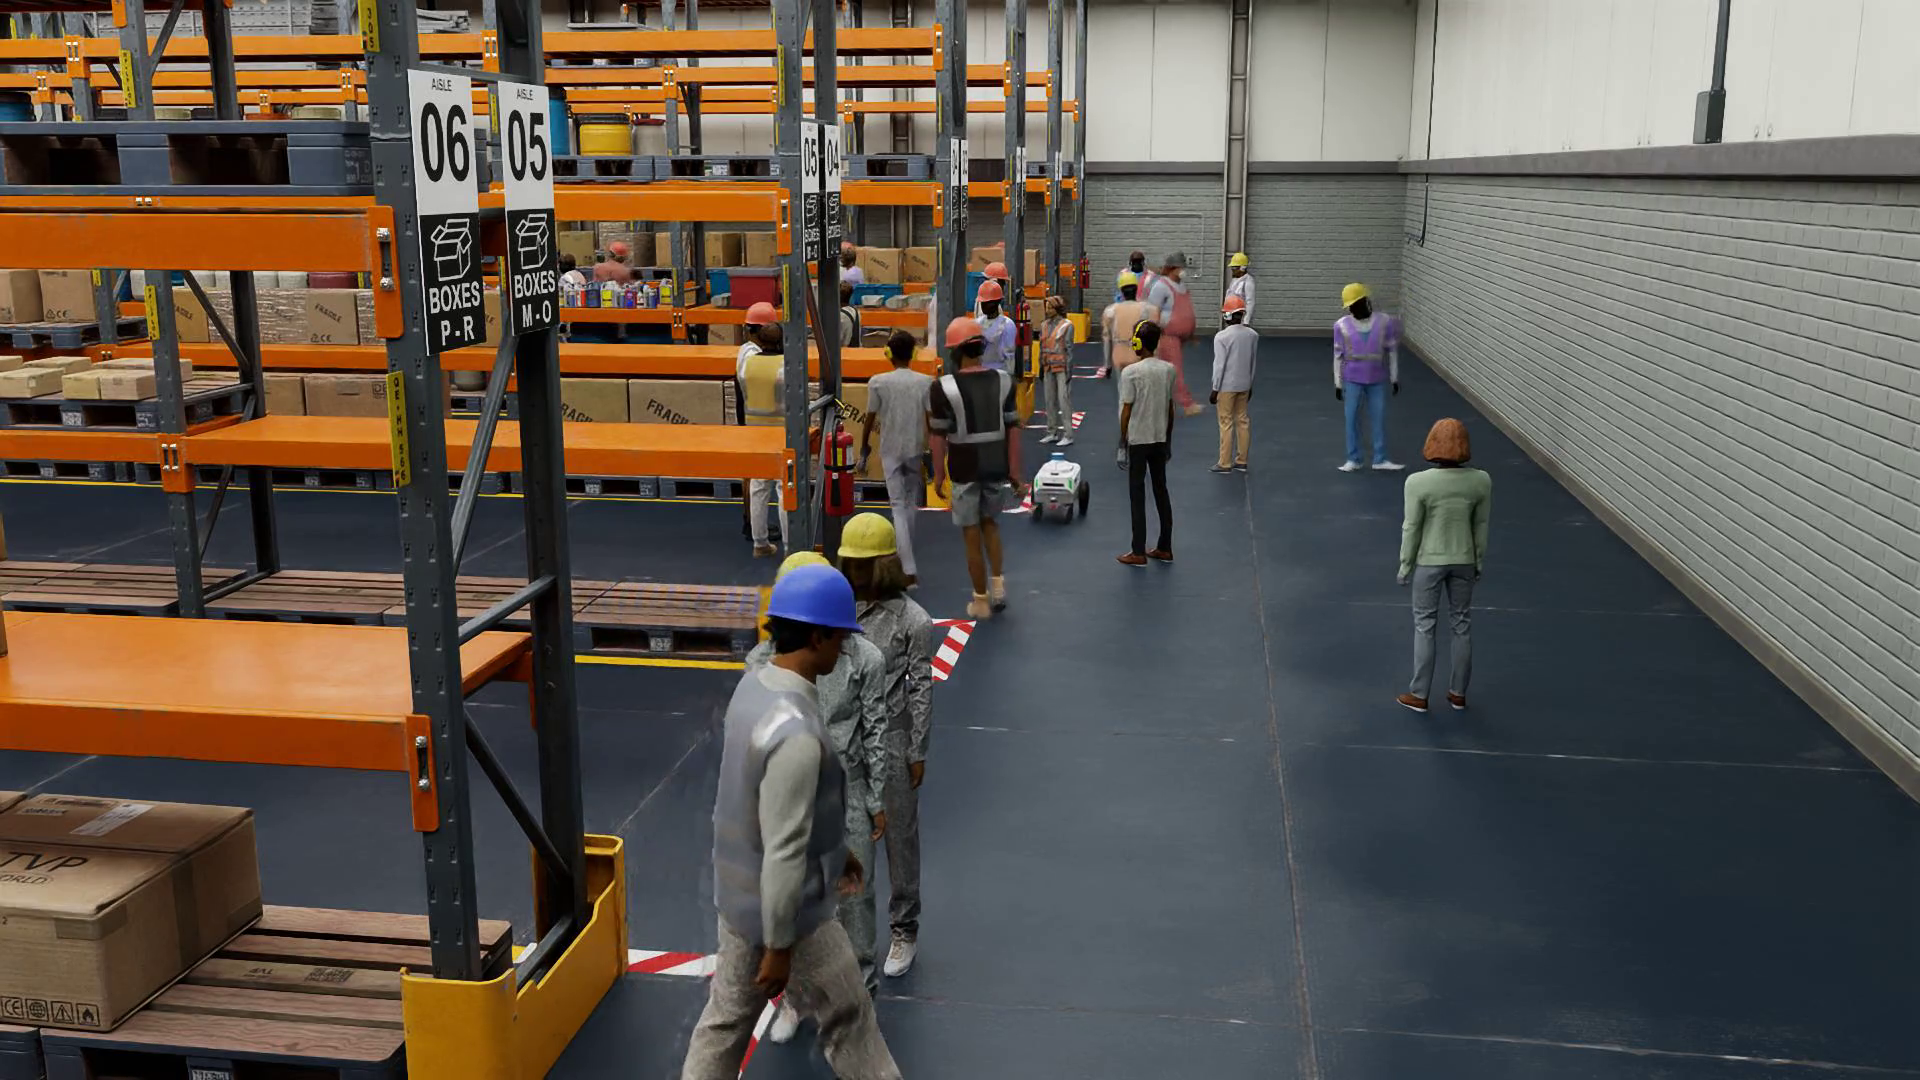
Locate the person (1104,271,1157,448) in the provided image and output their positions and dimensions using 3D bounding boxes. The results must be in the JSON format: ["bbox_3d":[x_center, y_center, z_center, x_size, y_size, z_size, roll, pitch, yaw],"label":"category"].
[{"bbox_3d":[1.837,-1.927,17.883,0.593,1.903,0.439,4,13,16],"label":"person"}]

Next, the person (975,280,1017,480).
[{"bbox_3d":[0.303,-1.536,16.073,0.389,1.930,0.549,-9,15,-36],"label":"person"}]

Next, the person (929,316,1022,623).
[{"bbox_3d":[0.085,-0.459,10.996,0.613,2.020,0.517,-5,14,-23],"label":"person"}]

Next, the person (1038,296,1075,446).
[{"bbox_3d":[1.055,-1.847,18.150,0.315,1.631,0.525,-10,16,-38],"label":"person"}]

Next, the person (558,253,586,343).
[{"bbox_3d":[-5.411,-3.048,23.088,0.429,1.841,0.634,2,13,11],"label":"person"}]

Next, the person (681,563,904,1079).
[{"bbox_3d":[-0.432,0.994,4.739,0.960,1.876,0.598,-5,13,-22],"label":"person"}]

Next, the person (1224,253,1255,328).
[{"bbox_3d":[3.920,-3.113,23.406,0.404,1.827,0.600,-3,13,-13],"label":"person"}]

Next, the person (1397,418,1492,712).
[{"bbox_3d":[2.654,0.141,9.158,0.500,1.636,0.282,-2,13,-9],"label":"person"}]

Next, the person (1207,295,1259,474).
[{"bbox_3d":[2.687,-1.536,16.459,0.572,1.750,0.330,-9,16,-36],"label":"person"}]

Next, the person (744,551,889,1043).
[{"bbox_3d":[-0.486,0.878,5.615,0.491,1.733,0.317,1,13,5],"label":"person"}]

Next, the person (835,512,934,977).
[{"bbox_3d":[-0.336,0.752,6.152,0.484,1.746,0.291,6,14,24],"label":"person"}]

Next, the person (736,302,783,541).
[{"bbox_3d":[-1.608,-0.952,13.431,0.389,1.929,0.544,-3,13,-14],"label":"person"}]

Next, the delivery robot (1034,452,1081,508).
[{"bbox_3d":[0.843,-0.511,14.345,0.477,0.478,0.707,2,13,9],"label":"delivery robot"}]

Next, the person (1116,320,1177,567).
[{"bbox_3d":[1.413,-0.730,12.595,0.505,1.860,0.330,-8,15,-31],"label":"person"}]

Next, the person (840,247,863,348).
[{"bbox_3d":[-1.487,-3.054,22.894,0.353,1.936,0.635,0,12,1],"label":"person"}]

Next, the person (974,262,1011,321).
[{"bbox_3d":[0.352,-2.057,18.310,0.410,1.980,0.627,-3,13,-14],"label":"person"}]

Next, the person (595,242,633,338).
[{"bbox_3d":[-5.058,-3.362,24.269,0.685,1.949,0.415,4,13,19],"label":"person"}]

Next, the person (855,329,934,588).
[{"bbox_3d":[-0.477,-0.615,12.129,0.545,1.823,0.929,-4,13,-18],"label":"person"}]

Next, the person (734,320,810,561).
[{"bbox_3d":[-1.410,-0.757,12.745,0.625,1.843,0.430,7,14,28],"label":"person"}]

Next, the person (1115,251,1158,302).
[{"bbox_3d":[2.529,-3.235,23.967,0.621,1.837,0.430,4,13,19],"label":"person"}]

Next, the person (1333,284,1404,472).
[{"bbox_3d":[4.073,-1.587,16.431,0.785,1.876,0.374,1,13,6],"label":"person"}]

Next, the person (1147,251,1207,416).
[{"bbox_3d":[2.691,-2.544,20.358,0.979,2.000,0.695,8,15,33],"label":"person"}]
